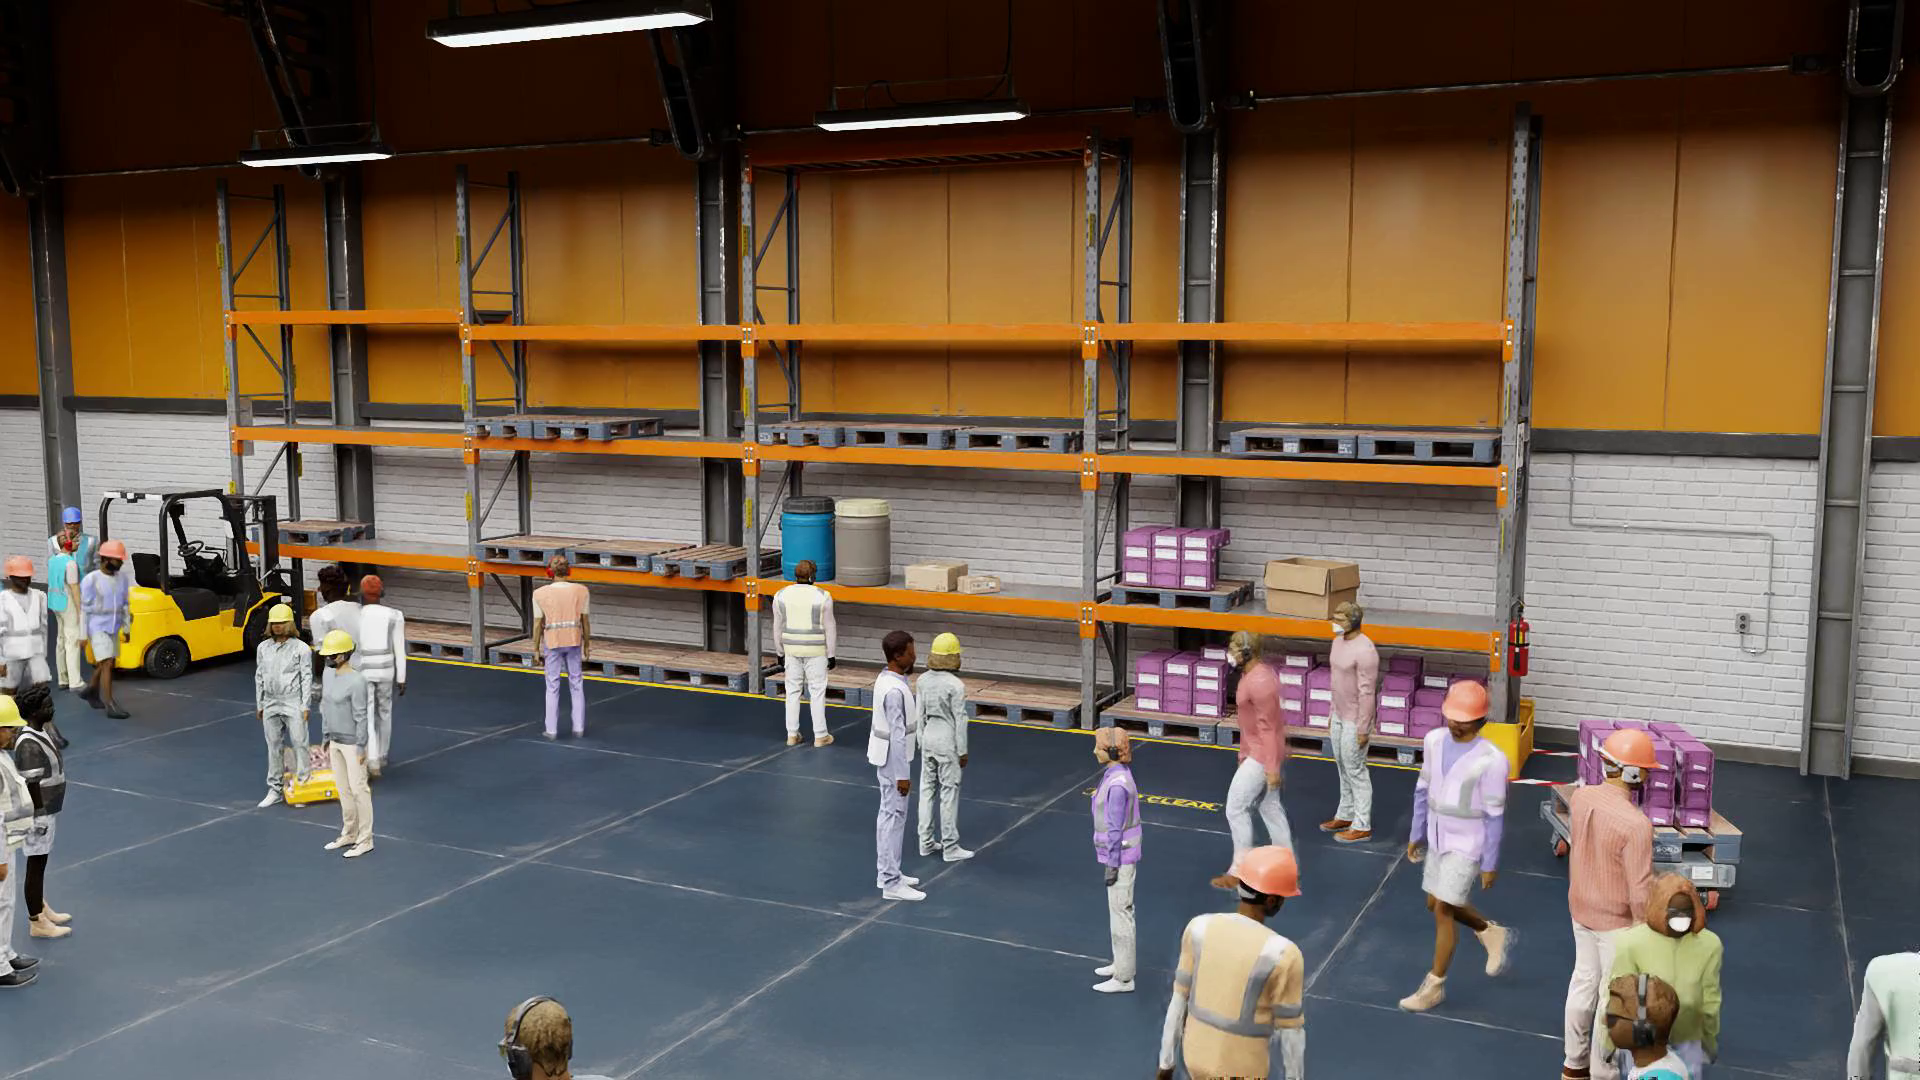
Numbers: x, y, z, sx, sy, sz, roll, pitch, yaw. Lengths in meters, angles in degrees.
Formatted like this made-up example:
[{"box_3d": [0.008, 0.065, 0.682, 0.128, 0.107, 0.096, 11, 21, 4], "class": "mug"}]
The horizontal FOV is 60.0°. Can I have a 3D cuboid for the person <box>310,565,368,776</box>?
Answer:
[{"box_3d": [-5.585, 1.201, 14.943, 0.368, 1.961, 0.613, 3, 8, 24], "class": "person"}]

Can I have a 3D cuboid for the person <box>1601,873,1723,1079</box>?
[{"box_3d": [3.192, 2.262, 7.629, 0.527, 1.606, 0.630, 0, 7, 0], "class": "person"}]

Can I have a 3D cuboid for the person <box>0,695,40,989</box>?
[{"box_3d": [-5.904, 1.847, 10.214, 0.403, 1.818, 0.606, -4, 8, -30], "class": "person"}]

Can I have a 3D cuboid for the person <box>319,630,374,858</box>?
[{"box_3d": [-4.751, 1.560, 12.830, 0.527, 1.763, 0.343, 6, 9, 39], "class": "person"}]

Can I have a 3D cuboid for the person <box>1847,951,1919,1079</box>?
[{"box_3d": [3.820, 2.284, 6.493, 0.603, 1.855, 0.989, 3, 7, 21], "class": "person"}]

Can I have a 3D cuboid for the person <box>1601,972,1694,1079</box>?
[{"box_3d": [2.429, 2.390, 5.703, 0.689, 1.825, 0.526, 3, 8, 24], "class": "person"}]

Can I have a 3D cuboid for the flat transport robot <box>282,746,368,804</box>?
[{"box_3d": [-5.744, 2.053, 14.847, 0.652, 0.197, 1.431, -4, 8, -28], "class": "flat transport robot"}]

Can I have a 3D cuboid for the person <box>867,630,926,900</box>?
[{"box_3d": [-0.464, 1.594, 11.878, 0.392, 1.922, 0.593, -1, 7, -9], "class": "person"}]

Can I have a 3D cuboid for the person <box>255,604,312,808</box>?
[{"box_3d": [-5.749, 1.407, 14.141, 0.486, 1.746, 0.290, 0, 7, 3], "class": "person"}]

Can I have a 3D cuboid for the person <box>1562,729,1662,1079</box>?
[{"box_3d": [3.407, 1.955, 8.675, 0.410, 1.980, 0.627, -2, 7, -14], "class": "person"}]

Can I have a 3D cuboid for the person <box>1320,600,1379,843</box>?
[{"box_3d": [3.111, 1.428, 13.220, 0.367, 1.932, 0.631, -1, 7, -9], "class": "person"}]

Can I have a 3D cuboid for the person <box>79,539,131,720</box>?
[{"box_3d": [-9.080, 0.925, 17.541, 0.847, 1.902, 0.576, 3, 7, 22], "class": "person"}]

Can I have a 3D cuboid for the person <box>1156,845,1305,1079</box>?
[{"box_3d": [1.186, 2.202, 7.036, 0.602, 1.866, 0.958, 7, 10, 43], "class": "person"}]

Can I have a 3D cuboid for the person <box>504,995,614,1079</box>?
[{"box_3d": [-1.295, 2.392, 5.279, 0.384, 1.928, 0.636, 4, 8, 28], "class": "person"}]

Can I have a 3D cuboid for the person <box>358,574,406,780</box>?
[{"box_3d": [-5.346, 1.234, 15.168, 0.572, 1.852, 0.942, -3, 8, -26], "class": "person"}]

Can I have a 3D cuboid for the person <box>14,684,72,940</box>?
[{"box_3d": [-6.138, 1.799, 11.100, 0.319, 1.697, 0.533, -3, 8, -26], "class": "person"}]

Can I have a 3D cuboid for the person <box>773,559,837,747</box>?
[{"box_3d": [-1.502, 1.100, 16.280, 0.637, 1.842, 0.429, 2, 7, 15], "class": "person"}]

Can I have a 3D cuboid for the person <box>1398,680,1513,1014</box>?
[{"box_3d": [3.008, 1.789, 9.914, 0.867, 2.012, 0.627, -3, 8, -26], "class": "person"}]

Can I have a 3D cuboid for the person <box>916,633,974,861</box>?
[{"box_3d": [-0.122, 1.575, 12.758, 0.489, 1.743, 0.322, 6, 9, 43], "class": "person"}]

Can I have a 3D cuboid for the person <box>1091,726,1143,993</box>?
[{"box_3d": [0.957, 1.944, 10.185, 0.316, 1.629, 0.509, 0, 7, 3], "class": "person"}]

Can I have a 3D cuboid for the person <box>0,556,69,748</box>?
[{"box_3d": [-9.113, 1.093, 16.188, 0.971, 1.885, 0.560, 5, 9, 37], "class": "person"}]

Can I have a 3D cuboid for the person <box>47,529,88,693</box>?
[{"box_3d": [-10.054, 0.799, 18.744, 0.563, 1.847, 0.388, 6, 9, 39], "class": "person"}]

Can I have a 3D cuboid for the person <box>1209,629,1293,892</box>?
[{"box_3d": [2.096, 1.588, 12.003, 0.769, 1.900, 0.641, 1, 7, 7], "class": "person"}]

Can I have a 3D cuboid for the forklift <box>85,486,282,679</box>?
[{"box_3d": [-9.426, 0.454, 20.179, 1.214, 2.155, 2.313, 3, 8, 26], "class": "forklift"}]

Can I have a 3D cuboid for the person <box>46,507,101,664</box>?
[{"box_3d": [-10.779, 0.565, 20.263, 0.602, 1.949, 0.391, -5, 8, -33], "class": "person"}]

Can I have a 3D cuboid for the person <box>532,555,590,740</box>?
[{"box_3d": [-3.952, 1.074, 16.527, 0.563, 1.836, 0.383, -3, 8, -25], "class": "person"}]
